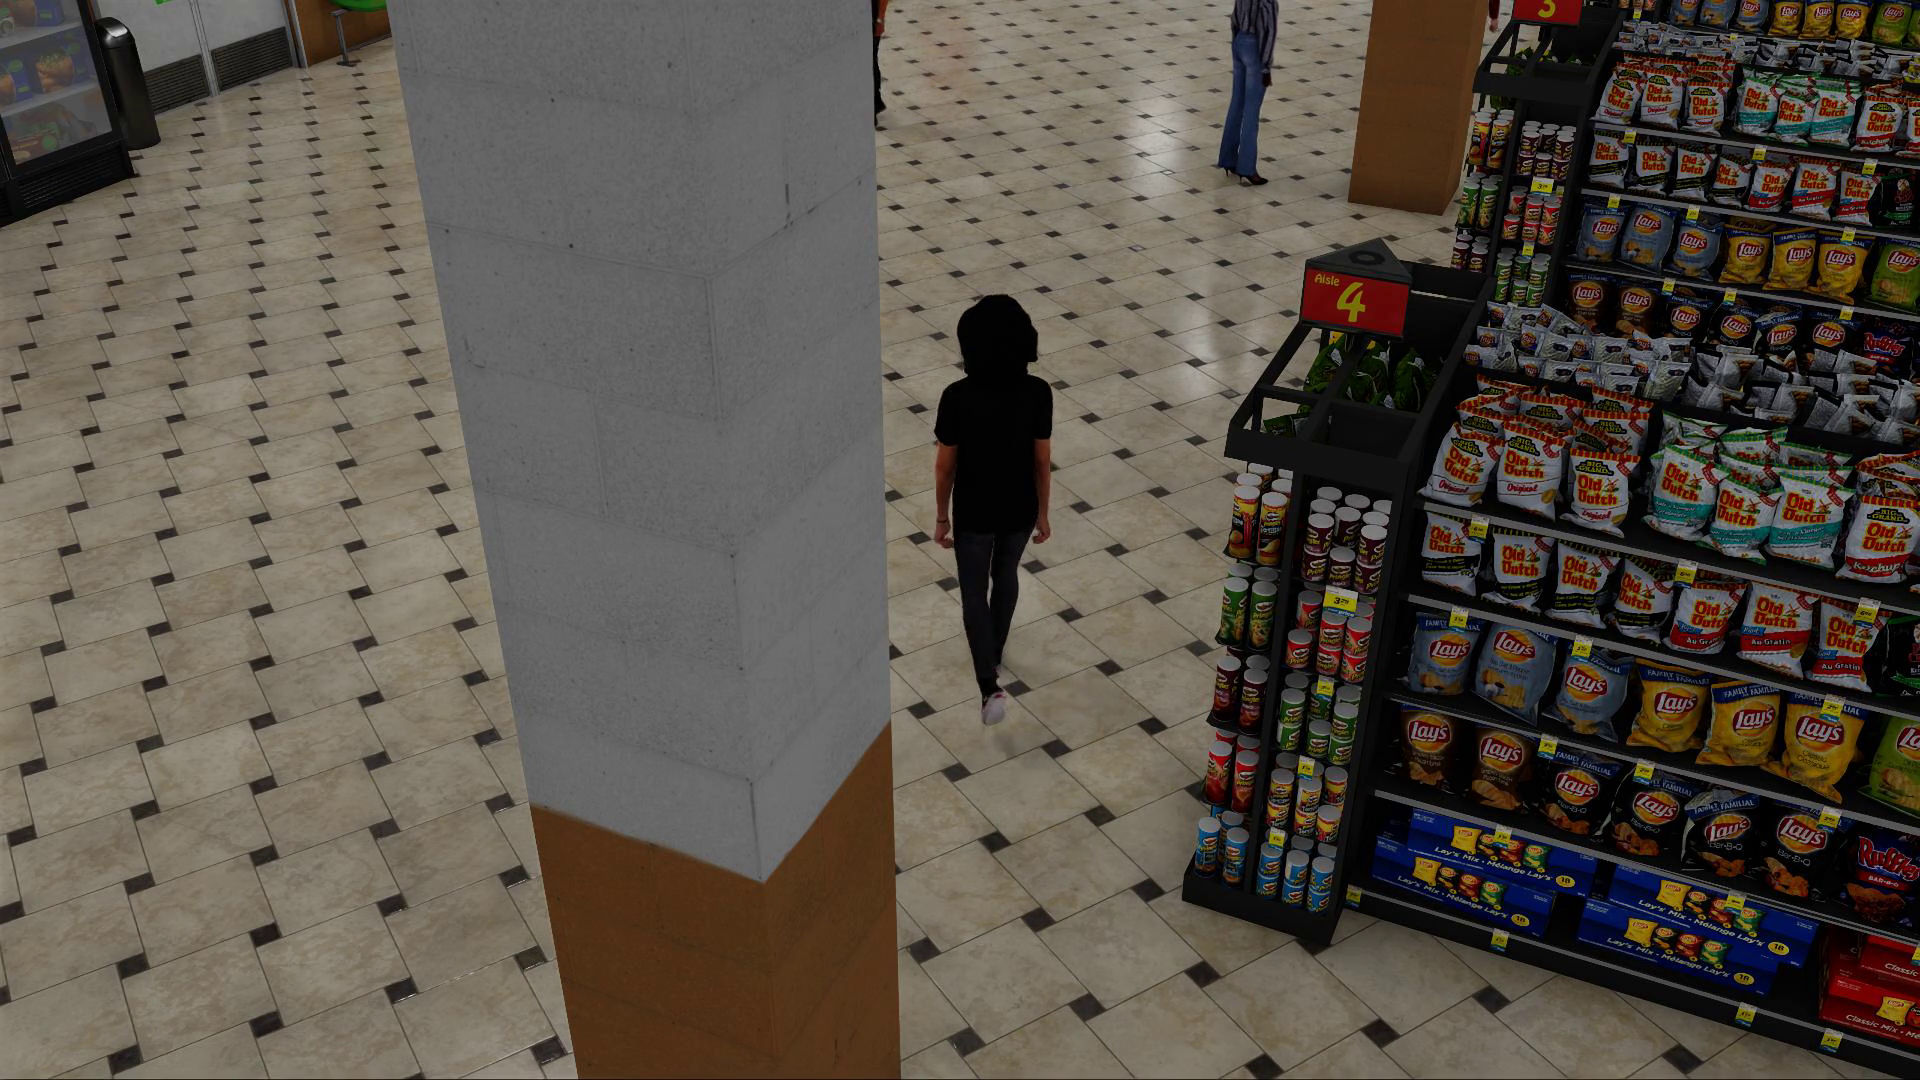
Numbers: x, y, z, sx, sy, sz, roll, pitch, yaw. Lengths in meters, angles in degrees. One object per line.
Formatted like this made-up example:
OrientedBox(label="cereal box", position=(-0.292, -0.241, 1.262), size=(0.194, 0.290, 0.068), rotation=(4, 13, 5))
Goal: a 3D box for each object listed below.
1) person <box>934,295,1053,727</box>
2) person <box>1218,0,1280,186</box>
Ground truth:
OrientedBox(label="person", position=(0.146, -0.093, 6.734), size=(1.086, 1.807, 1.041), rotation=(-4, 32, -6))
OrientedBox(label="person", position=(2.154, -3.538, 12.282), size=(0.751, 1.794, 0.690), rotation=(-11, 34, -17))
